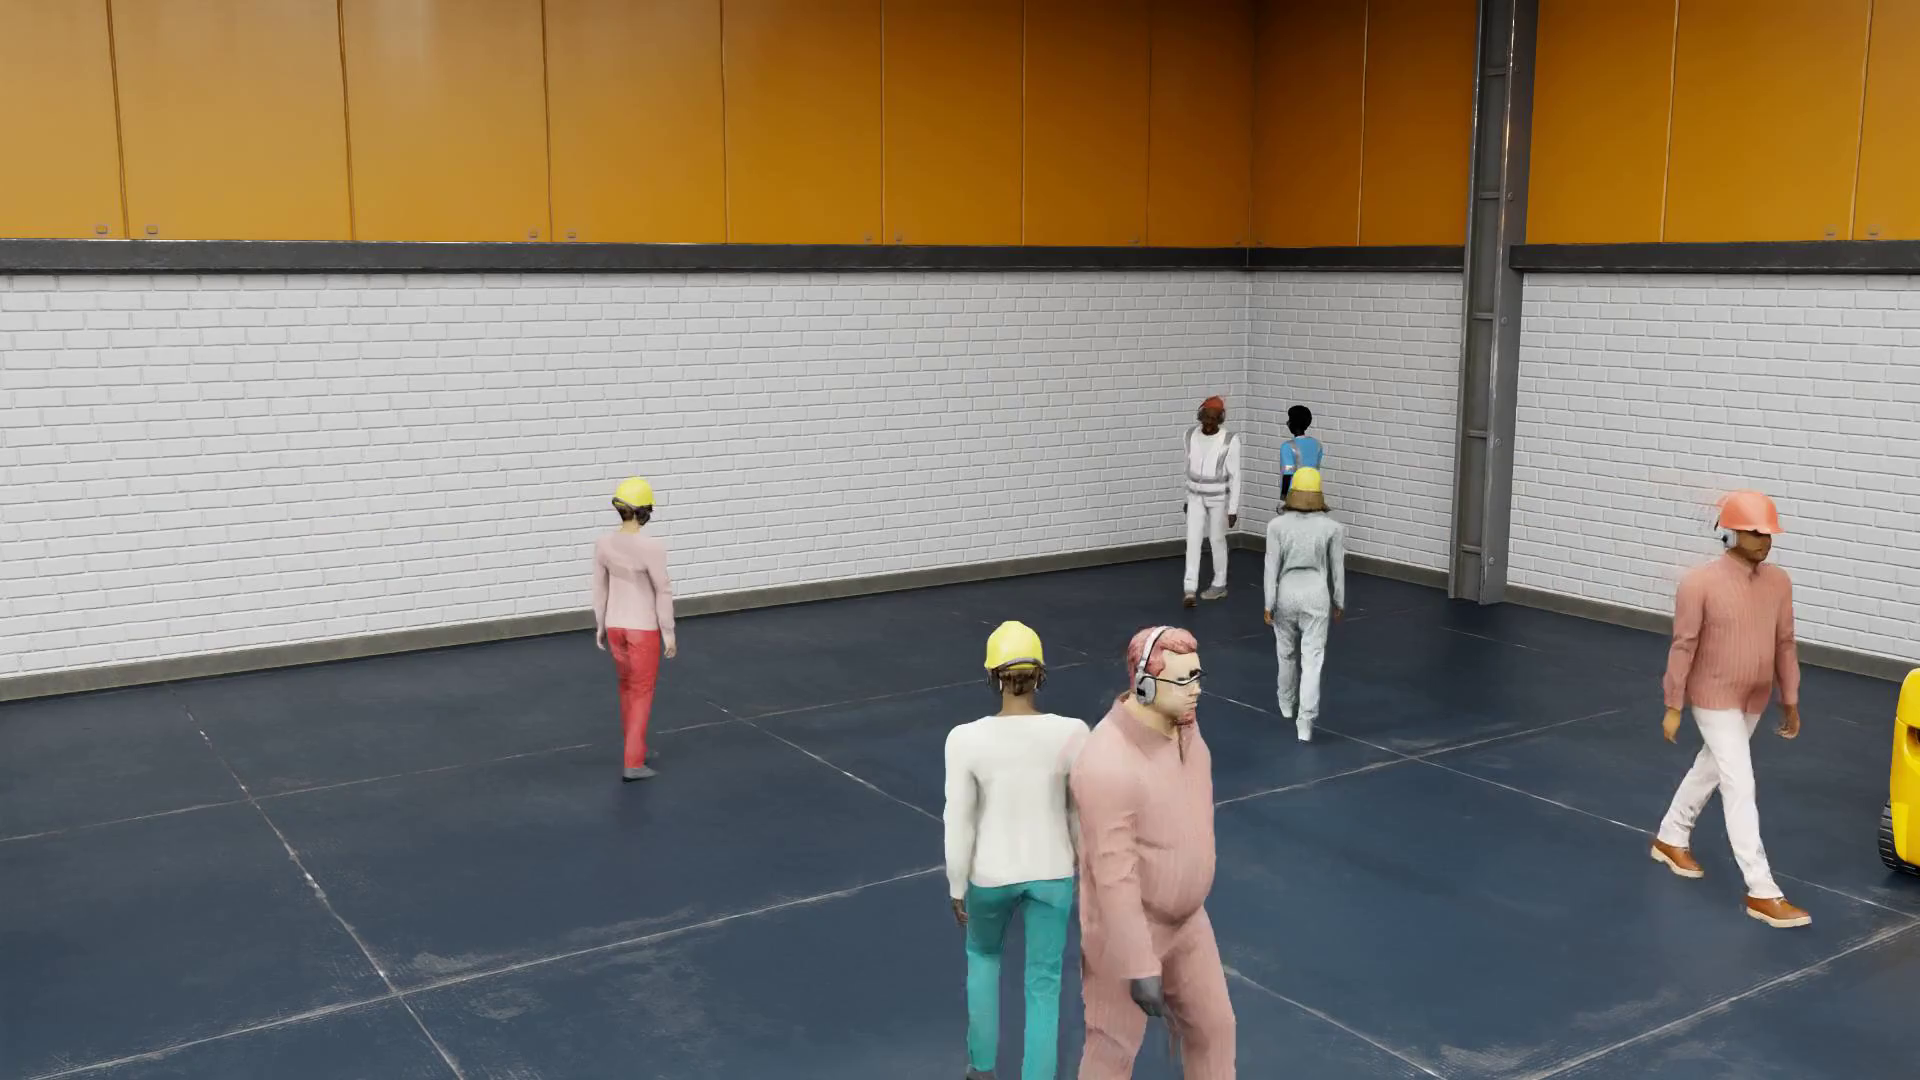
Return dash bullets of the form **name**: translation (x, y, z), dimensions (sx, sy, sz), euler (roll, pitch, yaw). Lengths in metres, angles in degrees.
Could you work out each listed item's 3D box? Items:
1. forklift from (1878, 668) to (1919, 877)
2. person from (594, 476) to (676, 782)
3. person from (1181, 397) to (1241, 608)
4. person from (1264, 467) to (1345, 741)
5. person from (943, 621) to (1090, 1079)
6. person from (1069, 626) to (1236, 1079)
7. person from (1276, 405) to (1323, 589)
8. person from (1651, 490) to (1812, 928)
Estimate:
- **forklift**: translation (5.511, 0.571, 7.906), dimensions (2.313, 2.155, 1.214), euler (-6, 11, -33)
- **person**: translation (-1.890, 0.505, 9.680), dimensions (0.536, 1.772, 0.444), euler (6, 11, 31)
- **person**: translation (2.151, -0.326, 14.393), dimensions (0.596, 1.826, 0.957), euler (6, 11, 32)
- **person**: translation (2.184, 0.379, 10.565), dimensions (0.505, 1.689, 0.918), euler (1, 10, 9)
- **person**: translation (0.205, 1.146, 5.809), dimensions (0.535, 1.743, 0.620), euler (0, 9, -3)
- **person**: translation (0.677, 1.201, 5.059), dimensions (0.745, 1.889, 0.665), euler (7, 12, 37)
- **person**: translation (3.070, -0.375, 15.098), dimensions (0.539, 1.695, 0.318), euler (-8, 13, -41)
- **person**: translation (3.611, 0.728, 7.734), dimensions (0.634, 1.943, 1.012), euler (-4, 10, -21)
